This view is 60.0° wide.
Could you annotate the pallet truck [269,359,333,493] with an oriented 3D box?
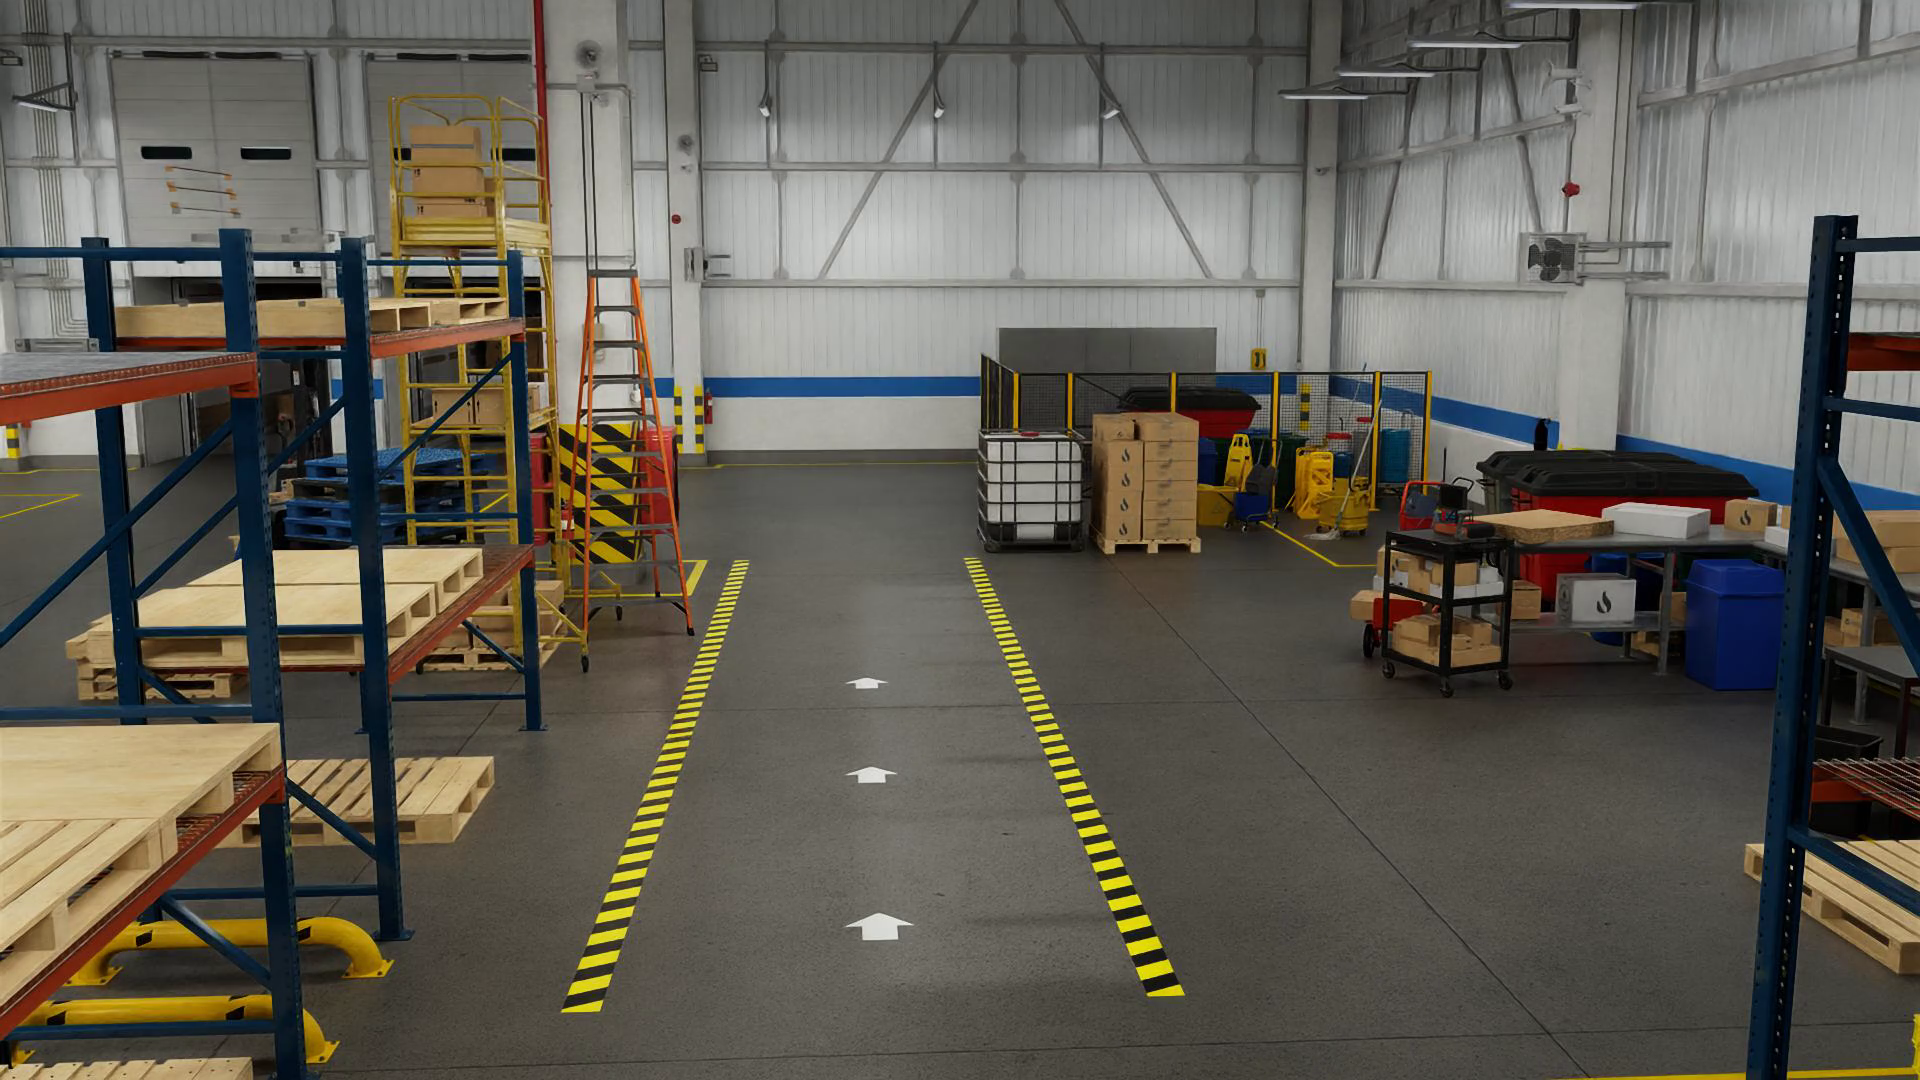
[{"bbox_3d":[-7.062,-1.131,18.996,1.885,1.965,0.823,2,9,13],"label":"pallet truck"}]
